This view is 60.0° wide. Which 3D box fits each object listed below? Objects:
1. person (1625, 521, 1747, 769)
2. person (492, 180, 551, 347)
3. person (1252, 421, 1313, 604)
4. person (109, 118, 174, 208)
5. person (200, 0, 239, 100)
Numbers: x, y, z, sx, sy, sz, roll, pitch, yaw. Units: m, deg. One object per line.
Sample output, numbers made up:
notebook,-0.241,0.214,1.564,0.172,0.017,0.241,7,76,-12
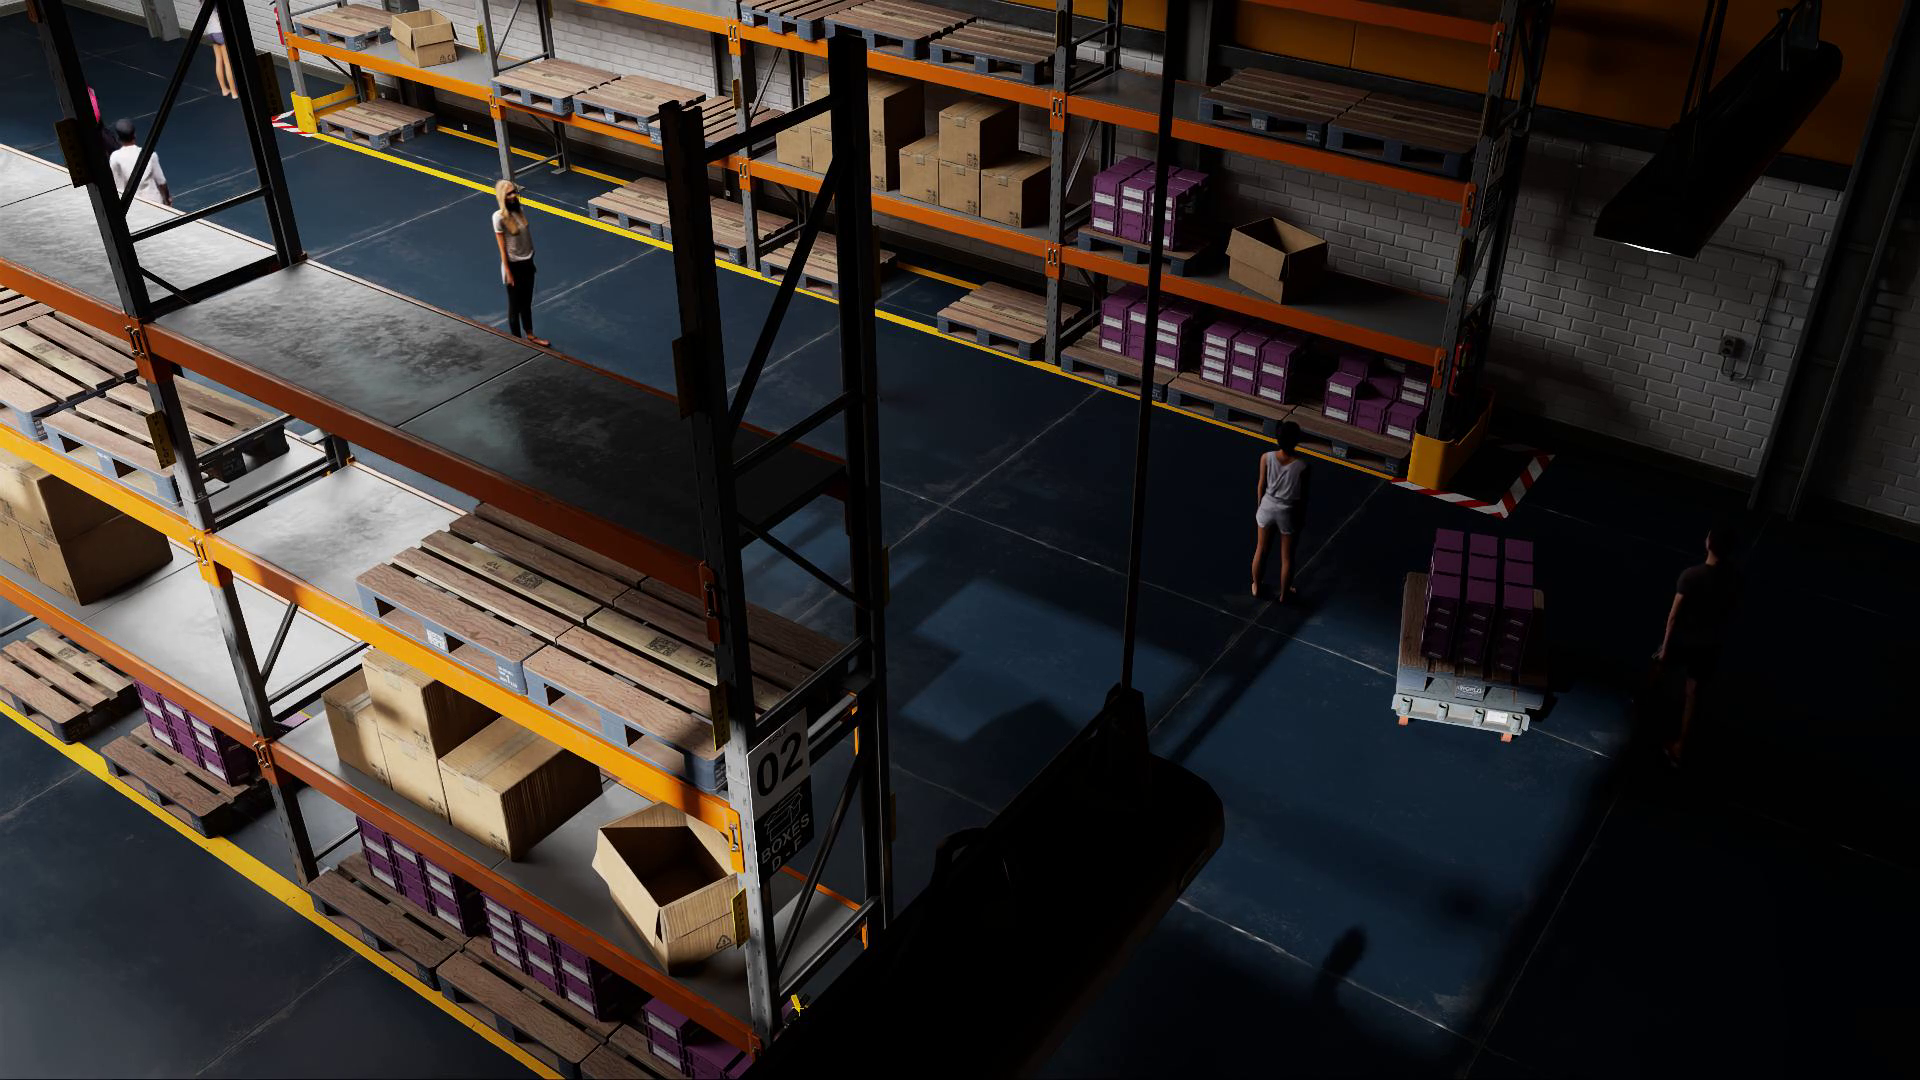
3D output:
person,5.081,0.767,11.440,1.153,1.810,1.139,-2,34,-2
person,-4.454,-2.736,16.696,0.613,1.827,0.646,11,35,16
person,2.528,-0.222,13.114,0.538,1.605,0.659,14,36,20
person,-8.872,-3.640,18.092,0.943,1.787,1.078,-15,36,-21
person,-10.396,-7.088,23.328,0.420,1.733,0.644,22,39,29
